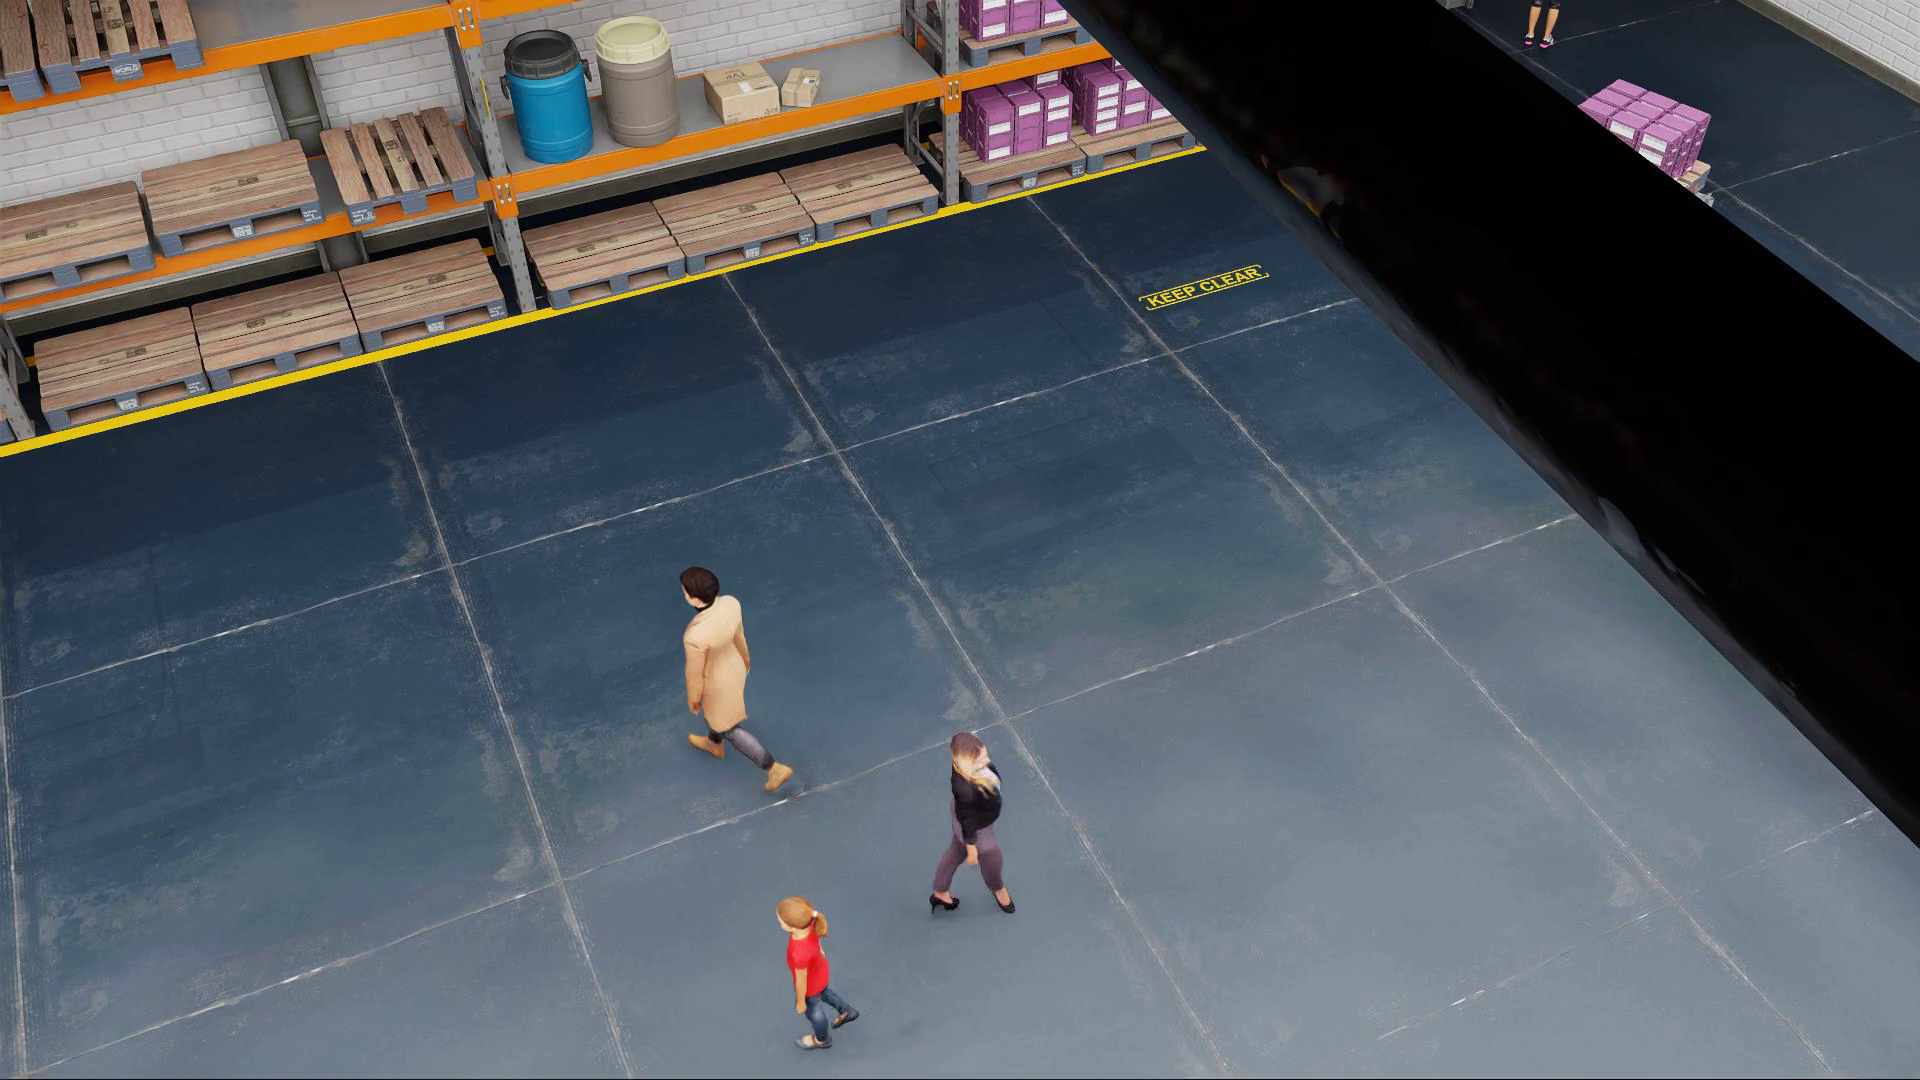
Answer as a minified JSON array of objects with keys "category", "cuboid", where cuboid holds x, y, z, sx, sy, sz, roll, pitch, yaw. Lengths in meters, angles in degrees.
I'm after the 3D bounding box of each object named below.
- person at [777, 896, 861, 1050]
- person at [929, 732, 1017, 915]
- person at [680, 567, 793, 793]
[{"category":"person","cuboid":[-0.720,2.316,8.832,0.695,1.299,0.624,0,44,0]},{"category":"person","cuboid":[-0.002,1.610,9.323,0.841,1.643,0.772,-9,44,-10]},{"category":"person","cuboid":[-1.383,0.866,10.065,1.113,1.697,1.114,18,47,18]}]
